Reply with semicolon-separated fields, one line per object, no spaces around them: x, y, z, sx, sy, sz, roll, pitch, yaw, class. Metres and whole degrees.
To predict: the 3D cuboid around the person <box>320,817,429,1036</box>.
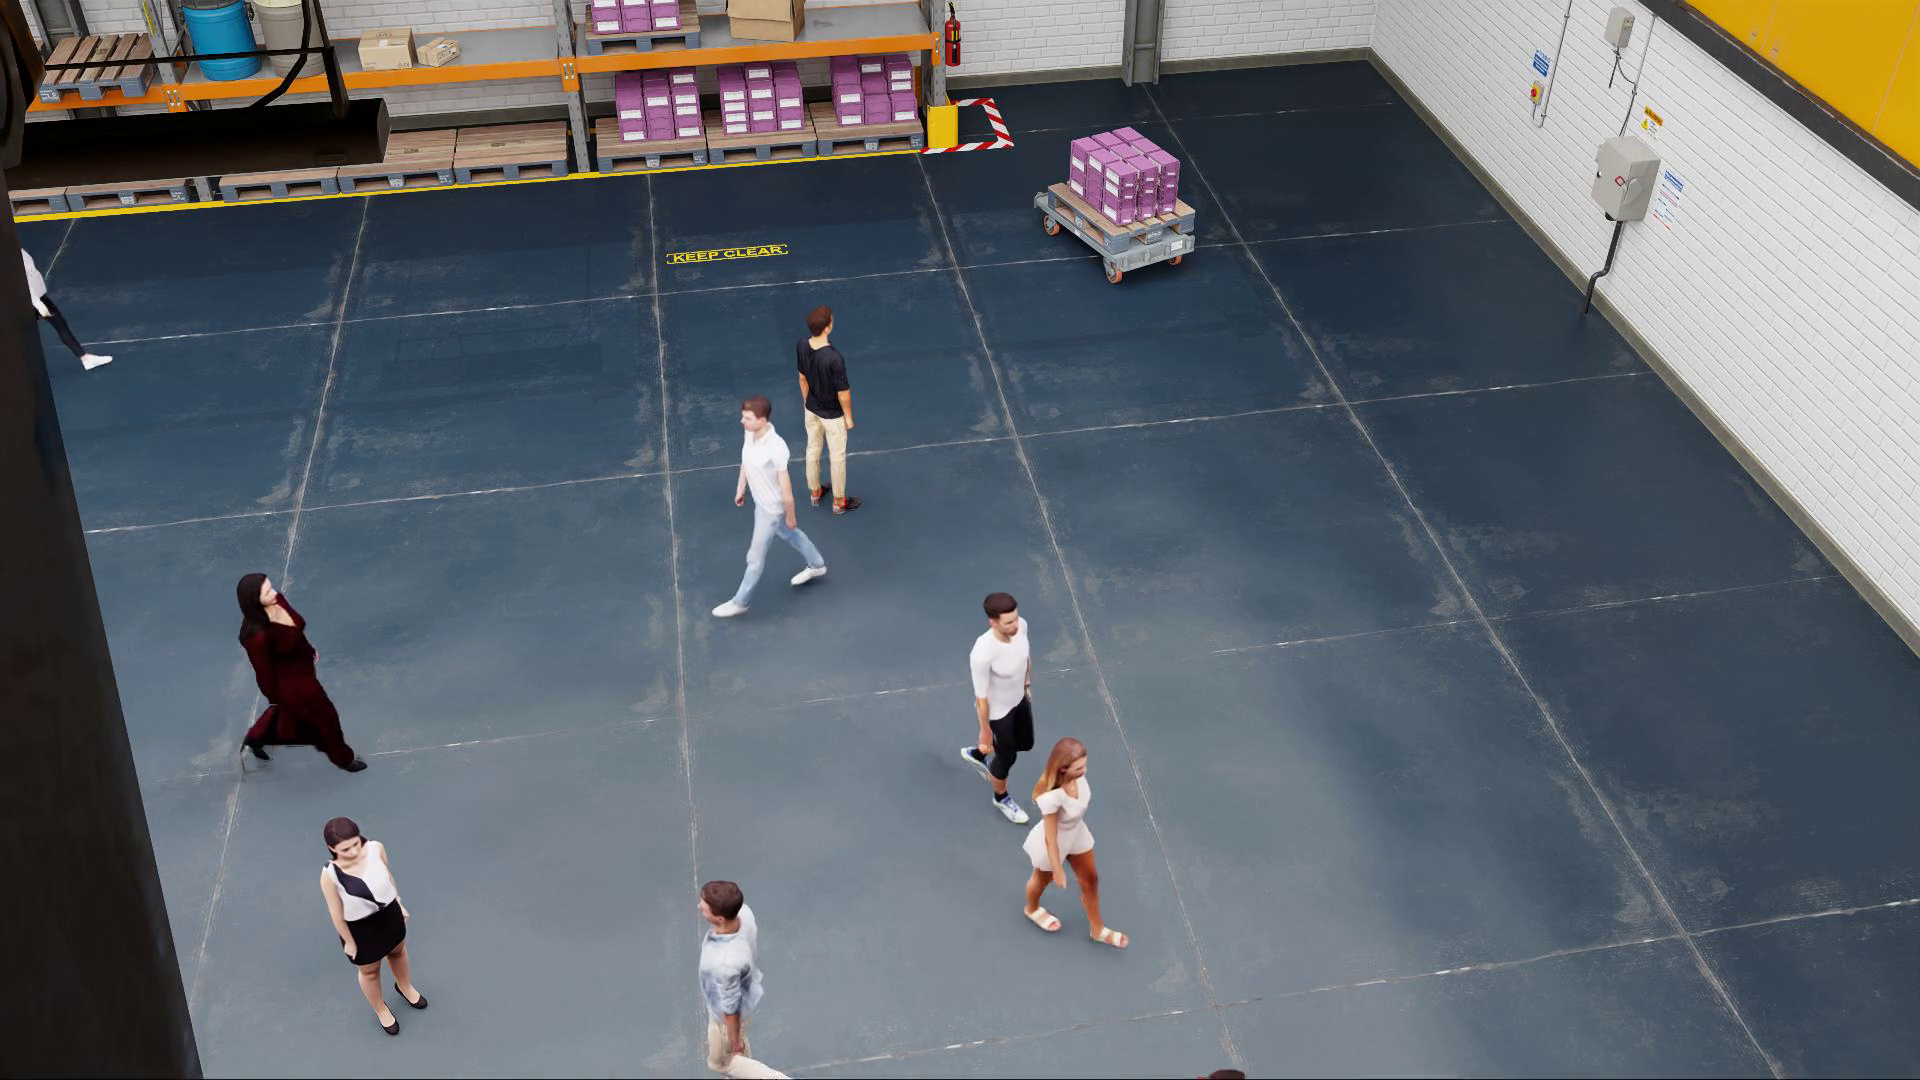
-3.294;2.140;9.311;0.690;1.649;0.626;25;45;28;person

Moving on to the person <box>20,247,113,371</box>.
-8.254;-2.063;14.568;1.212;1.657;0.880;-19;42;-22;person

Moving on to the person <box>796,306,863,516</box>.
-1.062;-1.024;13.105;0.692;1.859;0.753;23;44;26;person

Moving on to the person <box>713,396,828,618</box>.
-1.319;-0.290;12.231;1.300;1.802;0.961;-19;43;-23;person

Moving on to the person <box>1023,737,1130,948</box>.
0.515;1.734;9.805;1.006;1.668;0.949;24;44;27;person

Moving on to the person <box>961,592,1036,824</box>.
0.212;1.010;10.577;0.997;1.835;0.941;25;45;28;person

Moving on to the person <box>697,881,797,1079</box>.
-1.116;2.444;8.783;0.945;1.834;0.775;2;39;3;person

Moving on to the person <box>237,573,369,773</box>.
-4.462;0.889;10.814;1.030;1.728;0.669;-6;39;-7;person
